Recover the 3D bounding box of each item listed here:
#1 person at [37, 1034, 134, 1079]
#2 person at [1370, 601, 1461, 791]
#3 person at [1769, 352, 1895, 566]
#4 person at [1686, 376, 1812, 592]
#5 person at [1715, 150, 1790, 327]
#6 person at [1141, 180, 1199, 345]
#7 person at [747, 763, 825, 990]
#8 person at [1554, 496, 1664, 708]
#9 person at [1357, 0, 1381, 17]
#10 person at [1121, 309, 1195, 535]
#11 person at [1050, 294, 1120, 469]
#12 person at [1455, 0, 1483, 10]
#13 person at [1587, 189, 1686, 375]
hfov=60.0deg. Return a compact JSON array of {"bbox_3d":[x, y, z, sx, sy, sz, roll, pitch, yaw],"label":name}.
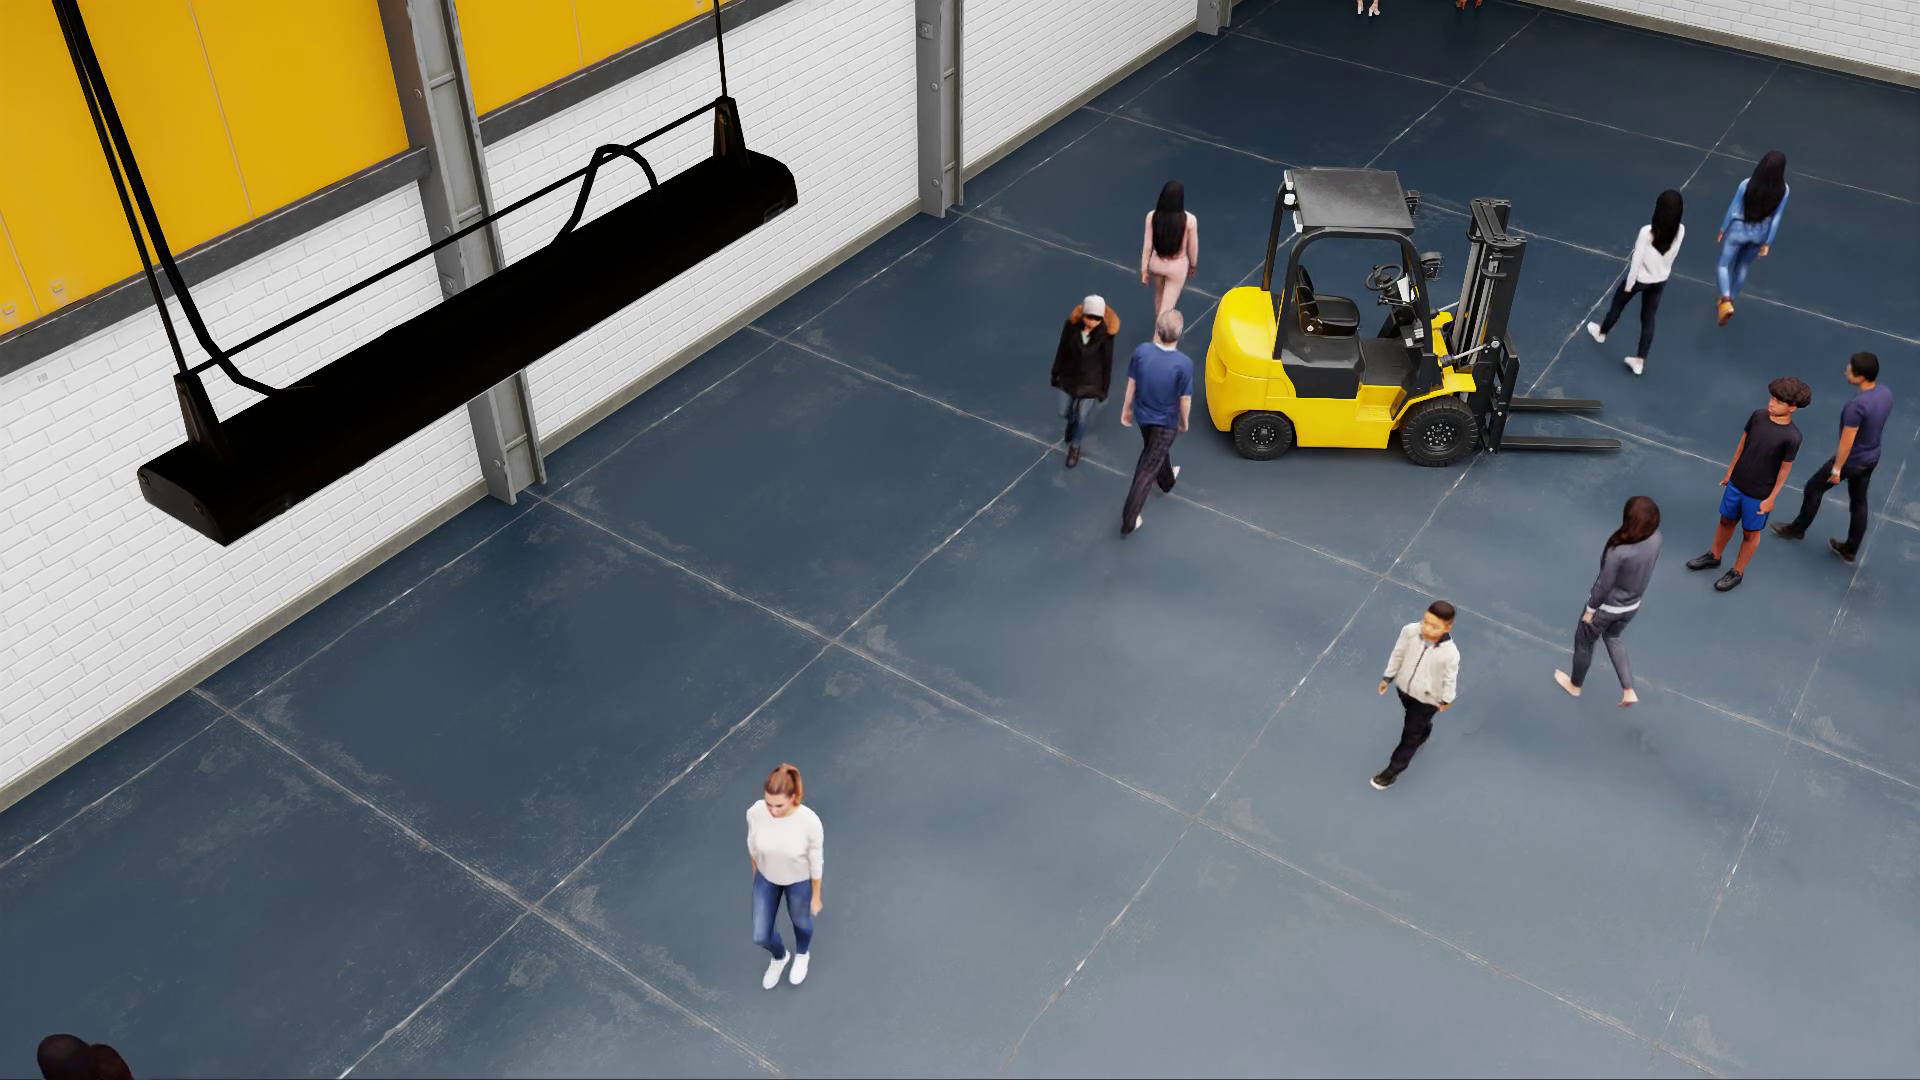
[{"bbox_3d":[-3.984,2.958,8.022,1.088,1.728,1.102,-1,39,-1],"label":"person"},{"bbox_3d":[3.033,0.928,10.812,1.011,1.419,0.757,-26,46,-29],"label":"person"},{"bbox_3d":[6.730,-0.555,12.415,0.983,1.736,1.043,-16,41,-19],"label":"person"},{"bbox_3d":[5.841,-0.428,12.206,0.731,1.799,0.705,-16,41,-19],"label":"person"},{"bbox_3d":[7.157,-2.696,15.131,0.841,1.693,1.032,7,39,9],"label":"person"},{"bbox_3d":[1.817,-2.304,14.651,0.803,1.679,1.232,14,41,17],"label":"person"},{"bbox_3d":[-0.956,1.856,9.416,0.717,1.711,0.740,9,39,11],"label":"person"},{"bbox_3d":[4.437,0.457,11.130,0.934,1.759,0.932,-16,41,-19],"label":"person"},{"bbox_3d":[5.308,-7.577,21.195,0.600,1.752,0.511,26,45,29],"label":"person"},{"bbox_3d":[1.454,-0.830,12.704,0.672,1.804,1.131,22,44,26],"label":"person"},{"bbox_3d":[1.008,-1.351,13.507,0.805,1.616,0.822,14,41,17],"label":"person"},{"bbox_3d":[6.689,-7.654,21.381,0.706,1.640,0.765,-2,39,-2],"label":"person"},{"bbox_3d":[6.058,-2.221,14.559,1.036,1.664,1.076,-8,39,-10],"label":"person"}]
